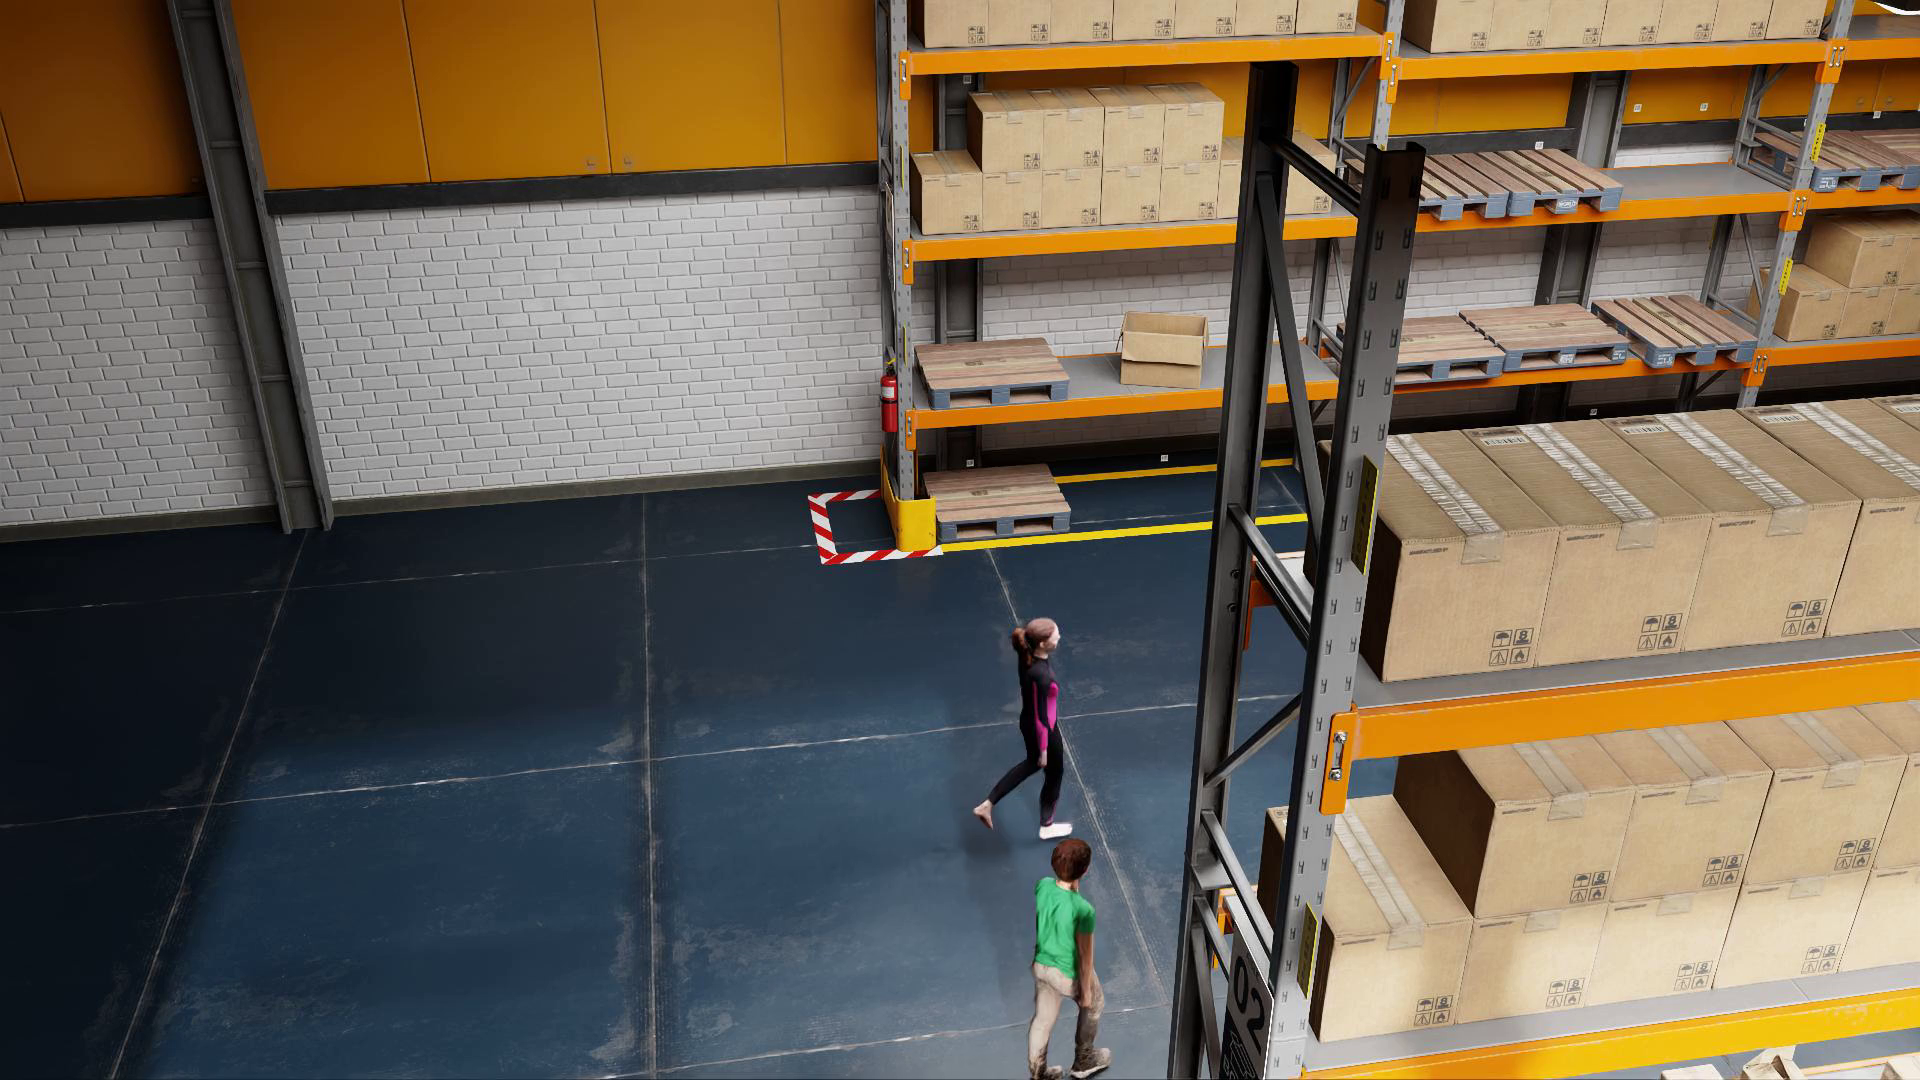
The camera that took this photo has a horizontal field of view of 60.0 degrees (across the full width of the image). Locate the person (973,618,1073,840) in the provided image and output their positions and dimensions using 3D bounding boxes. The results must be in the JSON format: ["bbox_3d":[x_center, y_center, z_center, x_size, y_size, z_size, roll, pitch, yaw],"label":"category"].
[{"bbox_3d":[0.424,1.260,10.757,0.955,1.722,0.682,-10,30,-18],"label":"person"}]

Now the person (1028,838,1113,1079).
[{"bbox_3d":[0.491,2.340,8.868,0.835,1.635,0.919,24,37,37],"label":"person"}]
